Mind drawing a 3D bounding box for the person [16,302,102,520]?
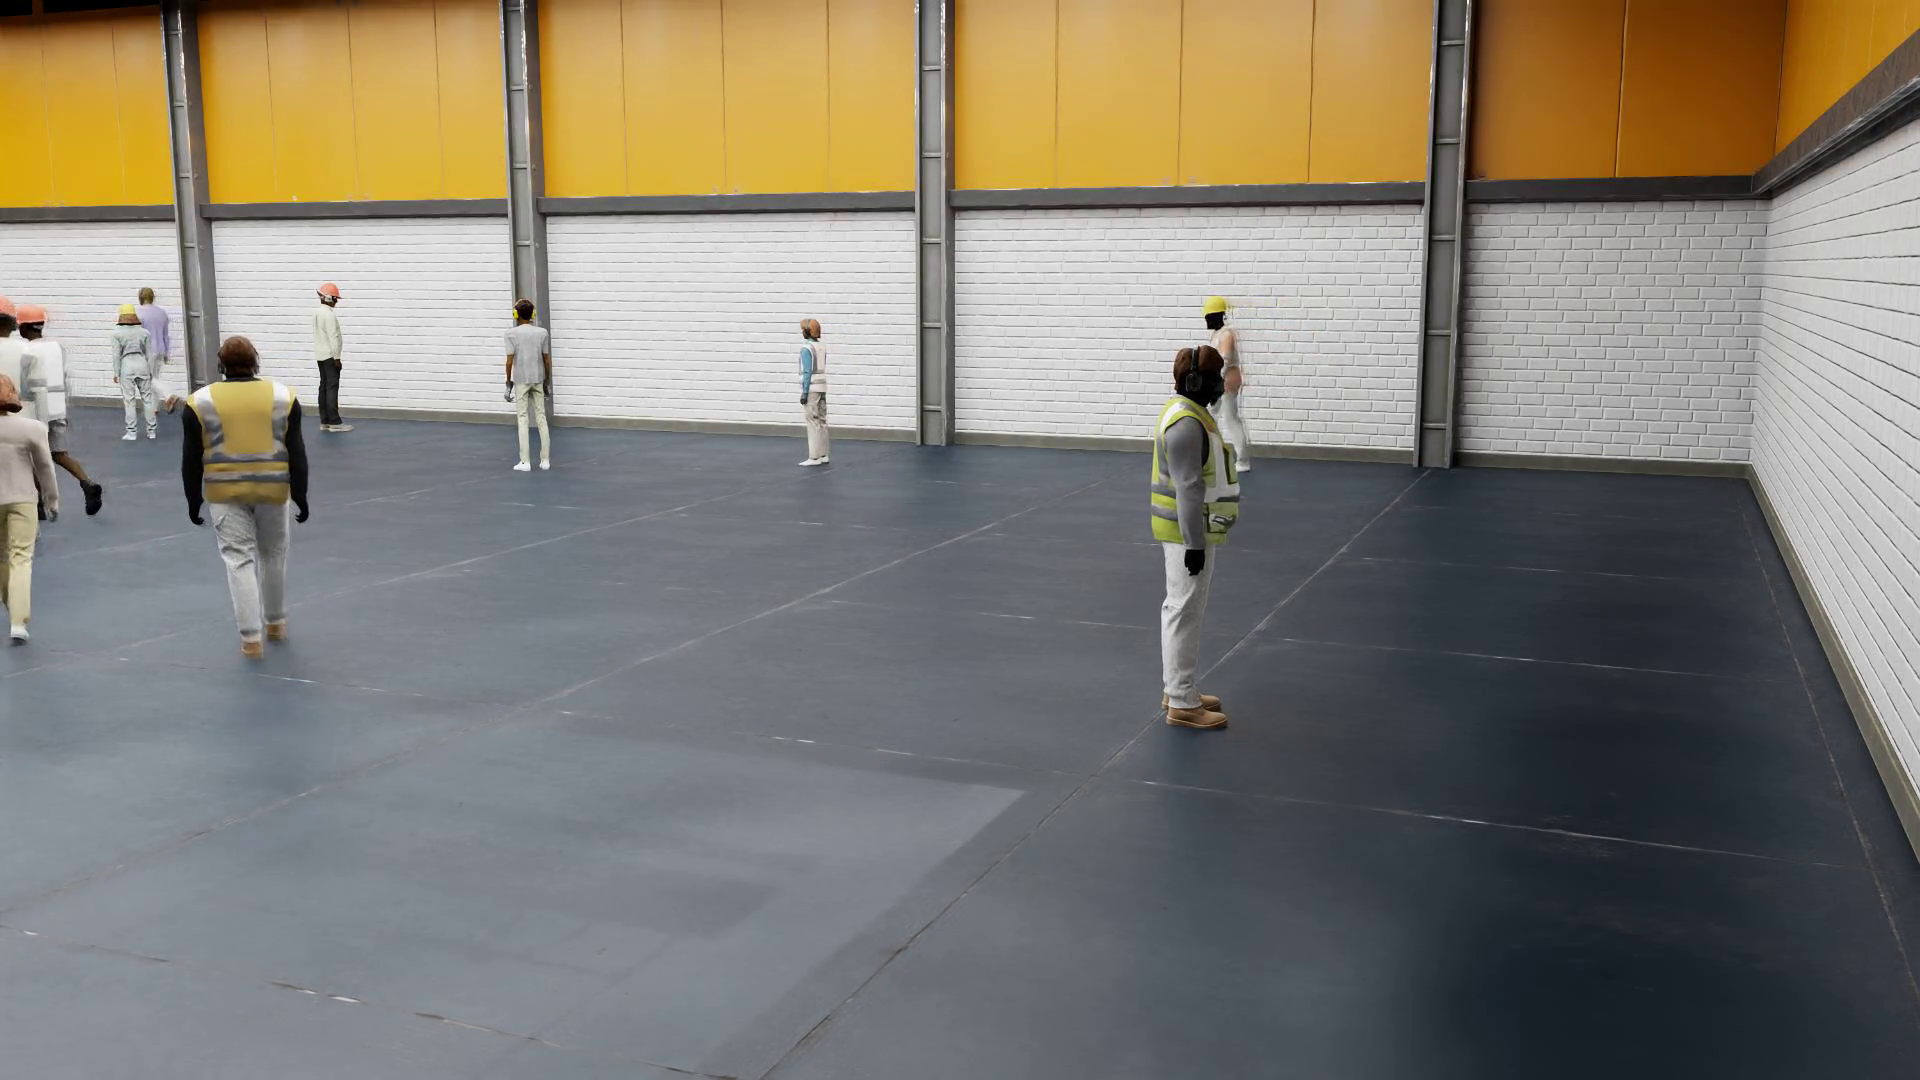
[{"bbox_3d":[-7.888,-1.102,14.406,0.764,1.918,0.557,4,10,21],"label":"person"}]

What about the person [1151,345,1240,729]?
[{"bbox_3d":[1.138,-0.022,8.080,0.429,1.843,0.628,1,9,5],"label":"person"}]

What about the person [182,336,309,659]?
[{"bbox_3d":[-4.137,-0.264,9.620,0.654,1.811,0.848,-5,11,-29],"label":"person"}]

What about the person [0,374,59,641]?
[{"bbox_3d":[-5.702,-0.207,9.961,0.507,1.588,0.857,-3,10,-20],"label":"person"}]

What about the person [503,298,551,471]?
[{"bbox_3d":[-4.699,-1.682,18.046,0.520,1.873,0.334,-6,11,-32],"label":"person"}]

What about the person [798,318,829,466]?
[{"bbox_3d":[-1.631,-1.638,18.483,0.310,1.638,0.523,3,10,19],"label":"person"}]

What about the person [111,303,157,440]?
[{"bbox_3d":[-10.576,-2.148,21.275,0.498,1.740,0.323,-8,12,-41],"label":"person"}]

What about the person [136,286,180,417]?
[{"bbox_3d":[-11.736,-2.733,24.257,0.708,1.924,0.631,3,10,15],"label":"person"}]

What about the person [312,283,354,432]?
[{"bbox_3d":[-8.461,-2.450,22.354,0.392,1.986,0.610,-8,12,-41],"label":"person"}]

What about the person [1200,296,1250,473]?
[{"bbox_3d":[2.729,-1.653,17.824,0.879,1.884,0.640,0,9,-3],"label":"person"}]

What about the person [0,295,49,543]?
[{"bbox_3d":[-7.400,-0.891,12.898,0.613,1.988,1.020,-6,11,-30],"label":"person"}]
